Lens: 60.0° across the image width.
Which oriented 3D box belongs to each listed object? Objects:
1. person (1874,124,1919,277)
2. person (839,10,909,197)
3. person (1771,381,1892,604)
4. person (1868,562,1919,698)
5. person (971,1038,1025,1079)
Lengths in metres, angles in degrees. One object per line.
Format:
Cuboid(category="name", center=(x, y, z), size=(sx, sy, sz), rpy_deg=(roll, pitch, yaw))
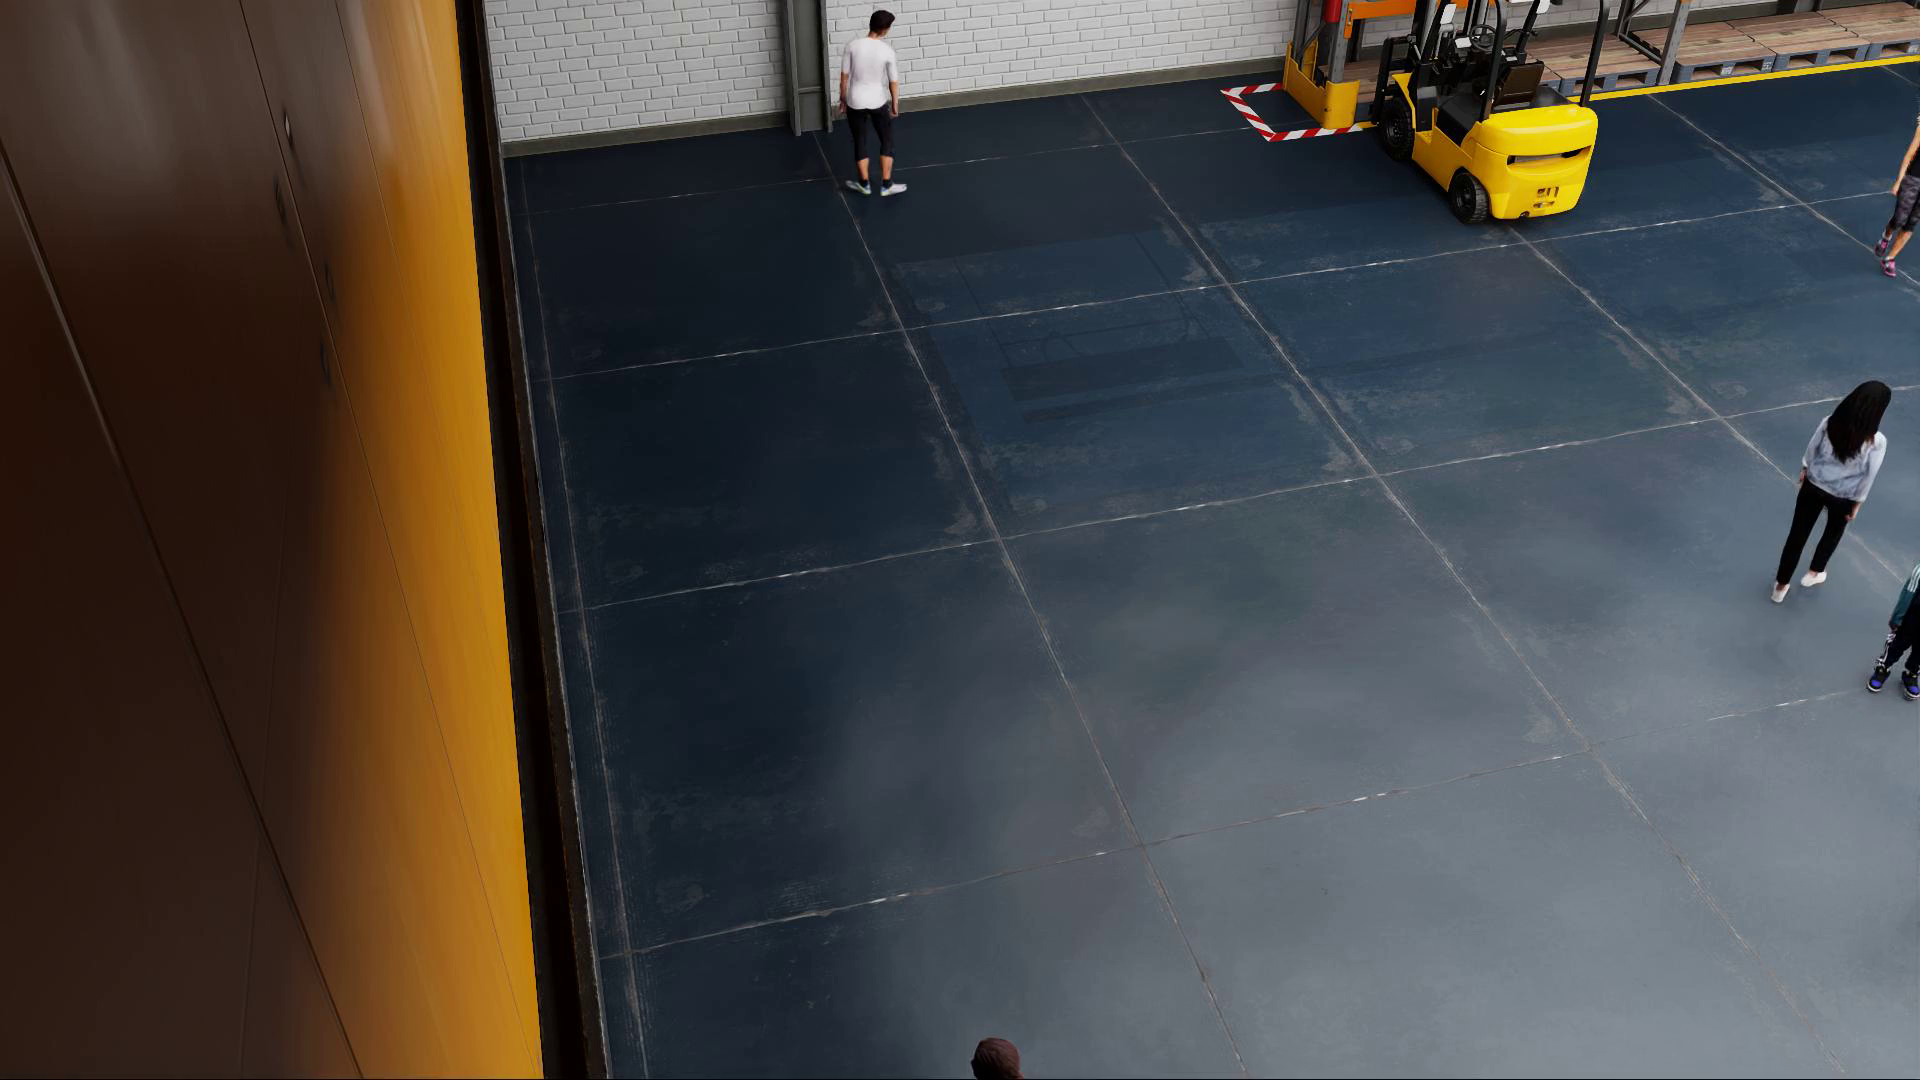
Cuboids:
Cuboid(category="person", center=(8.476, -3.201, 14.697), size=(0.749, 1.723, 0.789), rpy_deg=(8, 39, 10))
Cuboid(category="person", center=(-0.911, -4.136, 15.792), size=(0.635, 1.817, 0.904), rpy_deg=(-11, 40, -13))
Cuboid(category="person", center=(5.749, -0.267, 11.048), size=(0.801, 1.692, 0.868), rpy_deg=(23, 44, 26))
Cuboid(category="person", center=(6.103, 0.451, 10.500), size=(0.544, 1.255, 0.643), rpy_deg=(13, 40, 15))
Cuboid(category="person", center=(0.246, 2.740, 7.409), size=(1.101, 1.535, 0.903), rpy_deg=(11, 40, 14))
